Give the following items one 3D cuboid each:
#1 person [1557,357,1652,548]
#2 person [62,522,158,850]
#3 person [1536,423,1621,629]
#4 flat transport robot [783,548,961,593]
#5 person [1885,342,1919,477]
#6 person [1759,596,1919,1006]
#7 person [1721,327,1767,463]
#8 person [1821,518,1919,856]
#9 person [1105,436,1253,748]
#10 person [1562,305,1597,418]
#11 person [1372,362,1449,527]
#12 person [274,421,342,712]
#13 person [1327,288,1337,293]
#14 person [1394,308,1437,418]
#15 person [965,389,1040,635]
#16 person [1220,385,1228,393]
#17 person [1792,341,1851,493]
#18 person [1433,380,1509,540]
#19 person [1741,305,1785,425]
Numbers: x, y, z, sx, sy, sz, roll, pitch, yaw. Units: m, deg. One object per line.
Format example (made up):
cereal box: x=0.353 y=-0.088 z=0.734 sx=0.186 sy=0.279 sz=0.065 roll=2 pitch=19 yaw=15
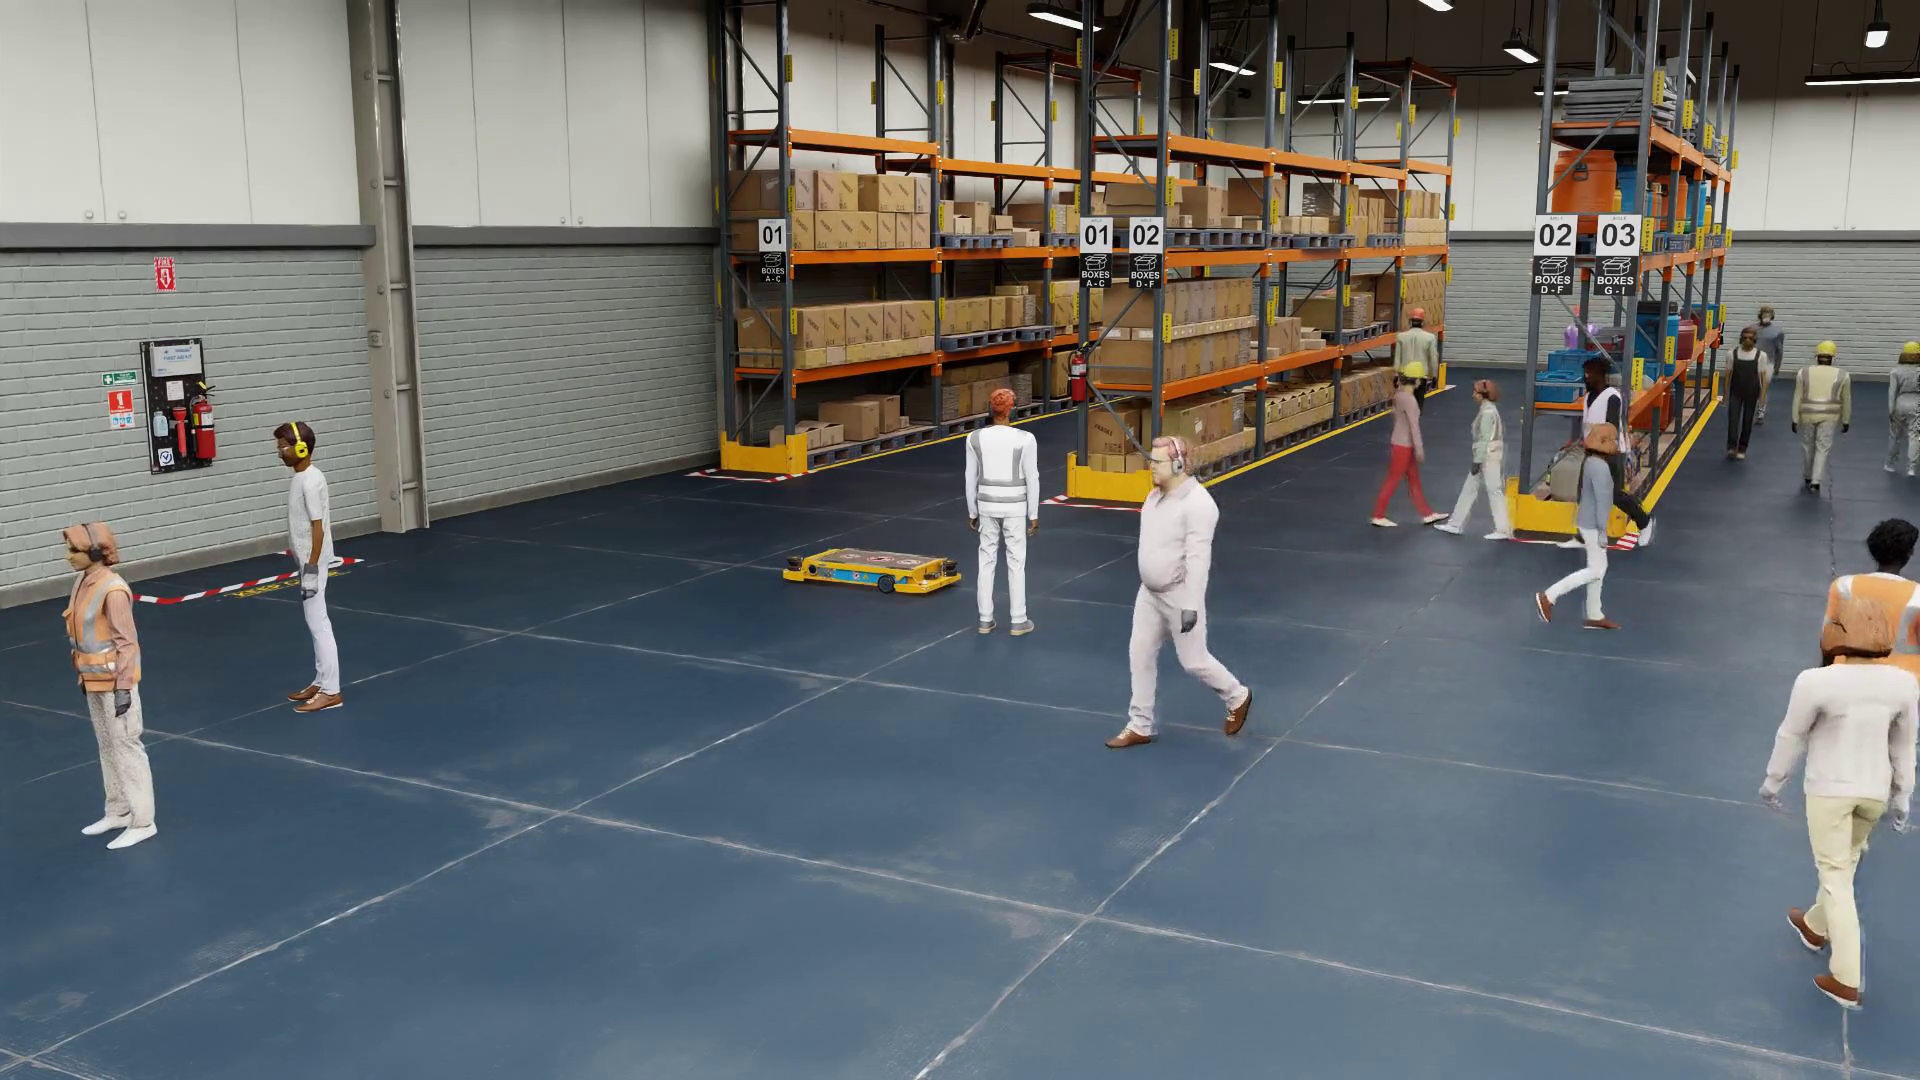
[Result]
person: x=6.316 y=-0.842 z=16.180 sx=0.889 sy=1.861 sz=0.642 roll=-1 pitch=10 yaw=-7
person: x=-4.243 y=0.717 z=8.282 sx=0.523 sy=1.636 sz=0.310 roll=10 pitch=14 yaw=43
person: x=4.800 y=-0.099 z=12.762 sx=0.584 sy=1.618 sz=0.505 roll=2 pitch=11 yaw=13
flat transport robot: x=-0.771 y=0.253 z=14.536 sx=1.431 sy=0.197 sz=0.652 roll=5 pitch=12 yaw=27
person: x=12.016 y=-1.657 z=21.078 sx=0.489 sy=1.698 sz=0.914 roll=4 pitch=11 yaw=22
person: x=3.546 y=1.009 z=6.796 sx=0.502 sy=1.600 sz=0.795 roll=-1 pitch=10 yaw=-5
person: x=10.493 y=-1.931 z=22.270 sx=0.537 sy=1.797 sz=0.932 roll=5 pitch=12 yaw=27
person: x=4.574 y=0.714 z=8.281 sx=0.893 sy=1.653 sz=0.544 roll=-10 pitch=14 yaw=-42
person: x=1.327 y=0.306 z=9.891 sx=0.871 sy=1.871 sz=0.633 roll=-6 pitch=12 yaw=-31
person: x=10.433 y=-3.017 z=28.004 sx=0.543 sy=1.886 sz=1.038 roll=6 pitch=12 yaw=31
person: x=4.707 y=-0.980 z=17.301 sx=0.826 sy=1.722 sz=0.537 roll=1 pitch=10 yaw=6
person: x=-4.185 y=0.168 z=10.661 sx=0.329 sy=1.865 sz=0.507 roll=-5 pitch=12 yaw=-25
person: x=7.024 y=-3.787 z=31.775 sx=0.647 sy=2.026 sz=0.508 roll=5 pitch=11 yaw=25
person: x=6.811 y=-2.495 z=24.927 sx=0.632 sy=1.966 sz=0.929 roll=5 pitch=12 yaw=26
person: x=0.329 y=-0.210 z=12.664 sx=0.578 sy=1.883 sz=0.353 roll=3 pitch=11 yaw=17
person: x=4.439 y=-3.088 z=28.626 sx=0.597 sy=1.811 sz=0.827 roll=4 pitch=11 yaw=23
person: x=10.255 y=-1.466 z=19.803 sx=0.614 sy=1.781 sz=0.949 roll=6 pitch=12 yaw=30
person: x=5.152 y=-0.795 z=16.609 sx=0.795 sy=1.595 sz=0.536 roll=2 pitch=11 yaw=12
person: x=12.954 y=-2.838 z=26.903 sx=0.642 sy=1.923 sz=0.664 roll=5 pitch=11 yaw=25
